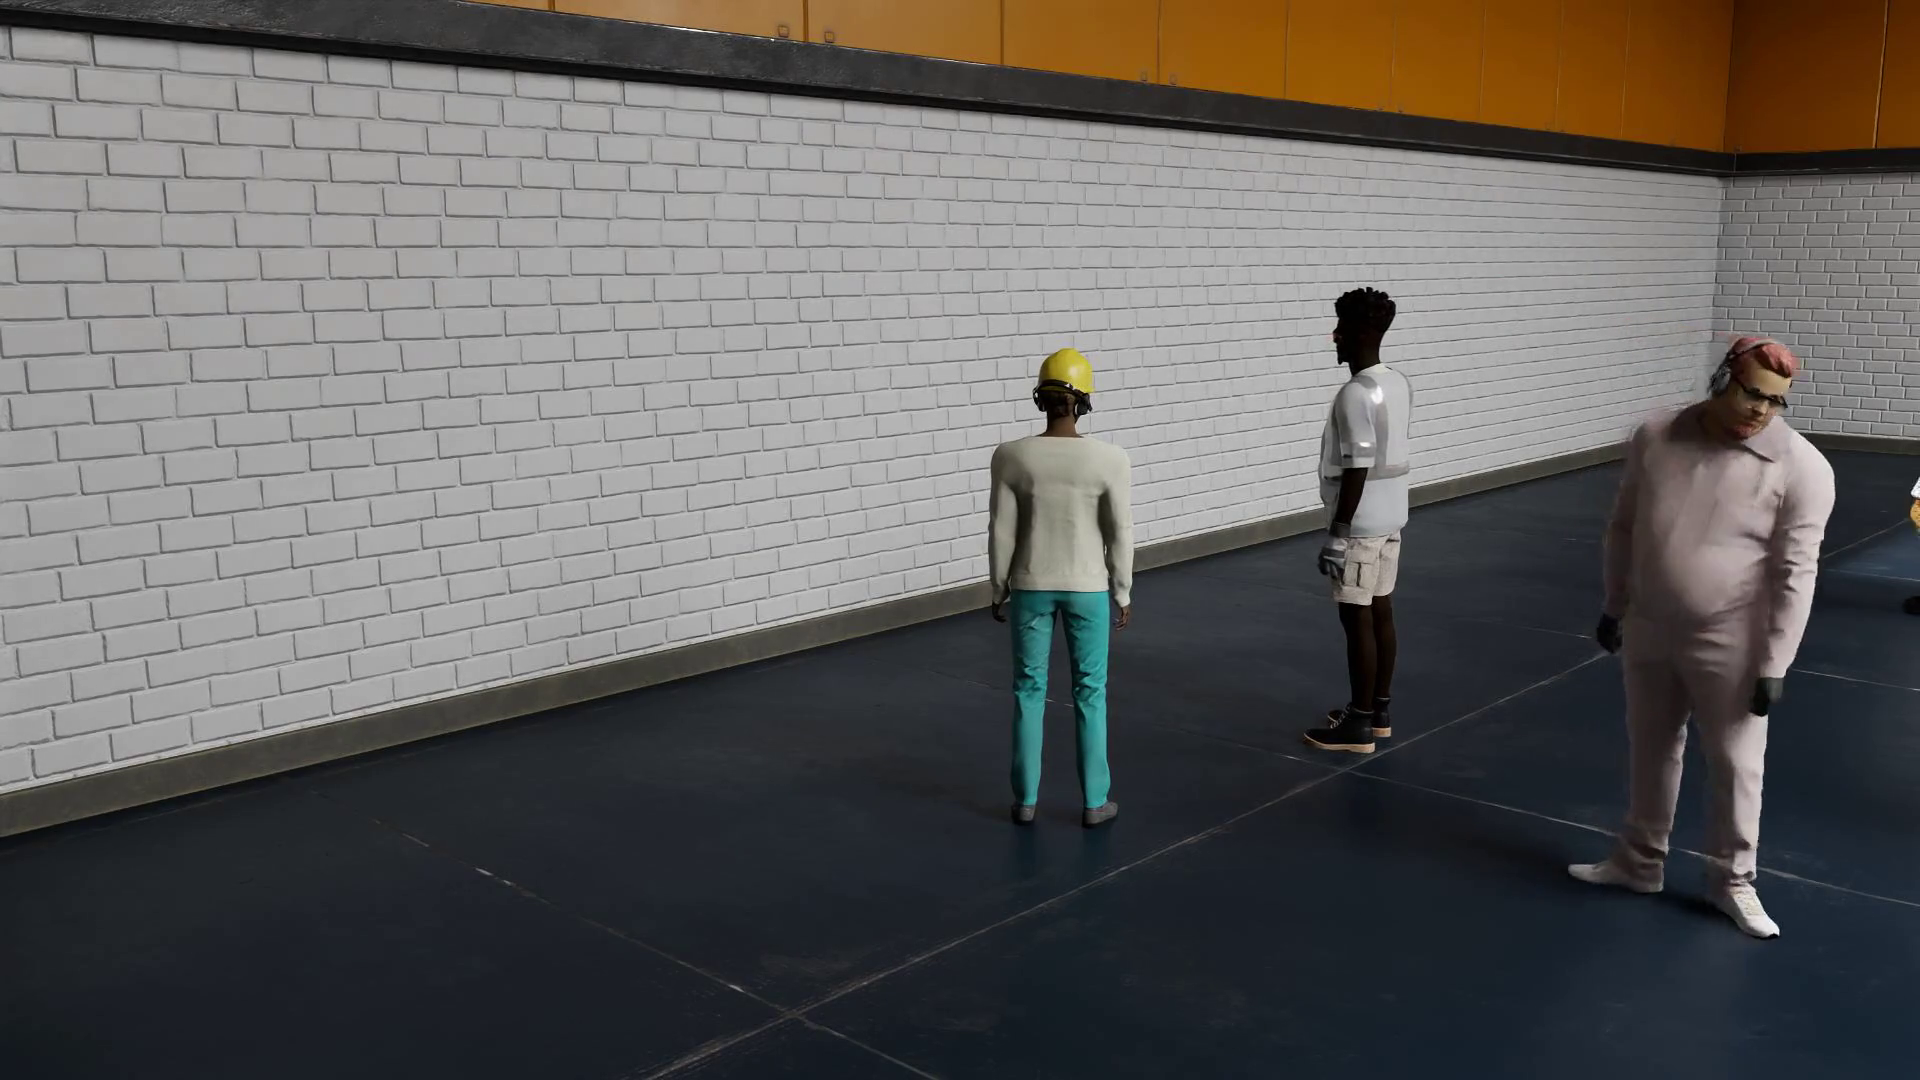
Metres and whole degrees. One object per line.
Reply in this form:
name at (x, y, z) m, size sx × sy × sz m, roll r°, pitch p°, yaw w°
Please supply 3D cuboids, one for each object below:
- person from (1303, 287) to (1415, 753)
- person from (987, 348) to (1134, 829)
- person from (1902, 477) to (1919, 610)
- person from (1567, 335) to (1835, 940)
person at (1.701, -0.082, 7.059) m, size 0.368 × 1.966 × 0.600 m, roll 7°, pitch 12°, yaw 33°
person at (0.371, 0.184, 6.118) m, size 0.535 × 1.767 × 0.317 m, roll 2°, pitch 10°, yaw 10°
person at (5.882, -0.500, 9.685) m, size 0.655 × 1.889 × 0.395 m, roll -4°, pitch 11°, yaw -20°
person at (2.279, 0.288, 5.243) m, size 0.397 × 1.874 × 0.763 m, roll -7°, pitch 12°, yaw -37°
